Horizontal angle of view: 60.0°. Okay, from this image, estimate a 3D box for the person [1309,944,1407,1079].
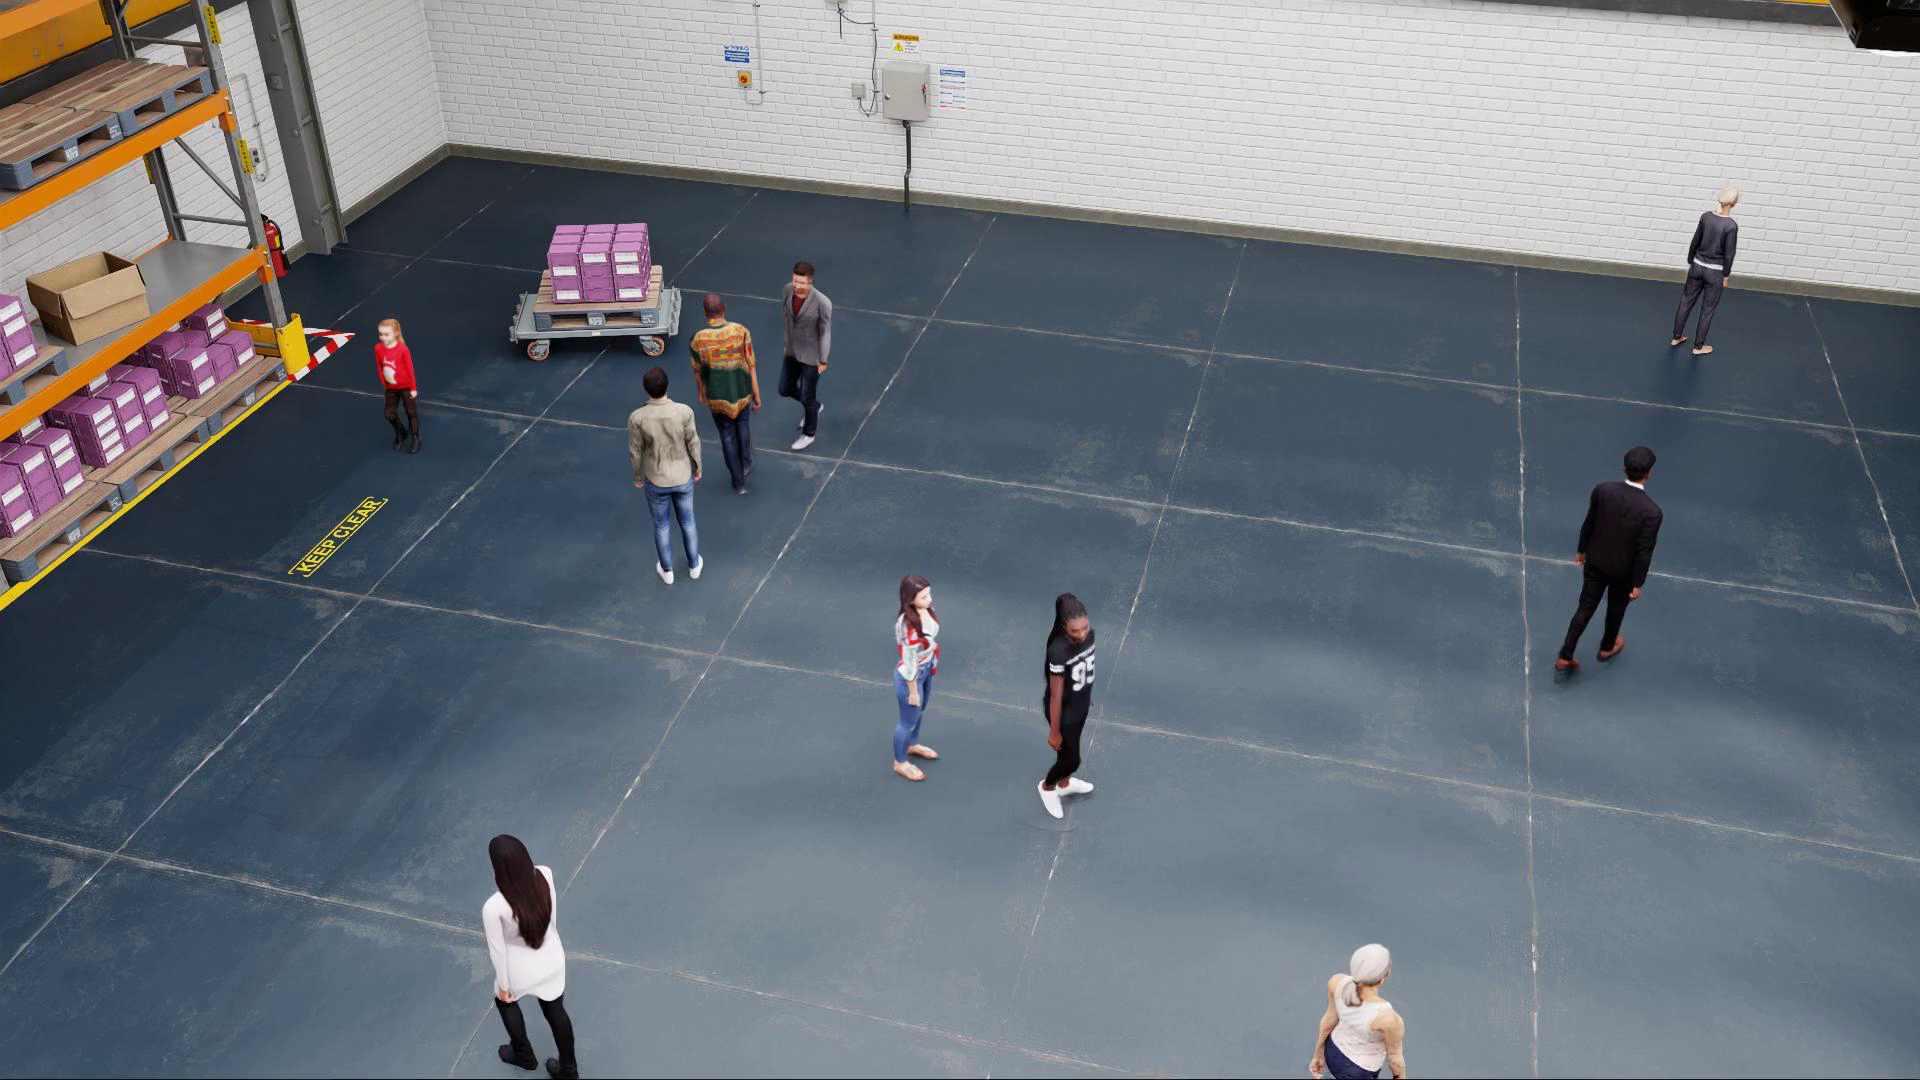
[{"bbox_3d":[1.902,2.737,8.348,1.212,1.655,1.141,-19,38,-26],"label":"person"}]

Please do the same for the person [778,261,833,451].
[{"bbox_3d":[-1.321,-1.684,14.826,0.863,1.846,0.908,26,42,33],"label":"person"}]

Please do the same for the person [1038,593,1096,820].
[{"bbox_3d":[0.662,1.086,10.762,0.852,1.732,0.660,12,35,17],"label":"person"}]

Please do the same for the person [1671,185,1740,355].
[{"bbox_3d":[7.407,-2.690,16.448,0.726,1.726,0.685,-21,39,-28],"label":"person"}]

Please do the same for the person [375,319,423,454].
[{"bbox_3d":[-5.013,-1.411,14.932,0.545,1.274,0.569,0,34,0],"label":"person"}]

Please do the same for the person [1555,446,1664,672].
[{"bbox_3d":[4.655,0.189,11.998,1.163,1.858,1.037,-27,42,-34],"label":"person"}]

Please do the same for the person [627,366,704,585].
[{"bbox_3d":[-2.288,-0.491,13.014,0.789,1.866,0.779,-9,35,-14],"label":"person"}]

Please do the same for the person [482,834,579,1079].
[{"bbox_3d":[-2.232,2.320,8.852,0.854,1.790,0.824,26,41,33],"label":"person"}]

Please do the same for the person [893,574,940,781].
[{"bbox_3d":[-0.314,0.893,11.163,0.663,1.609,0.471,11,35,16],"label":"person"}]

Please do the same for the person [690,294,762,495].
[{"bbox_3d":[-1.974,-1.195,14.149,0.888,1.781,0.954,-7,34,-11],"label":"person"}]
